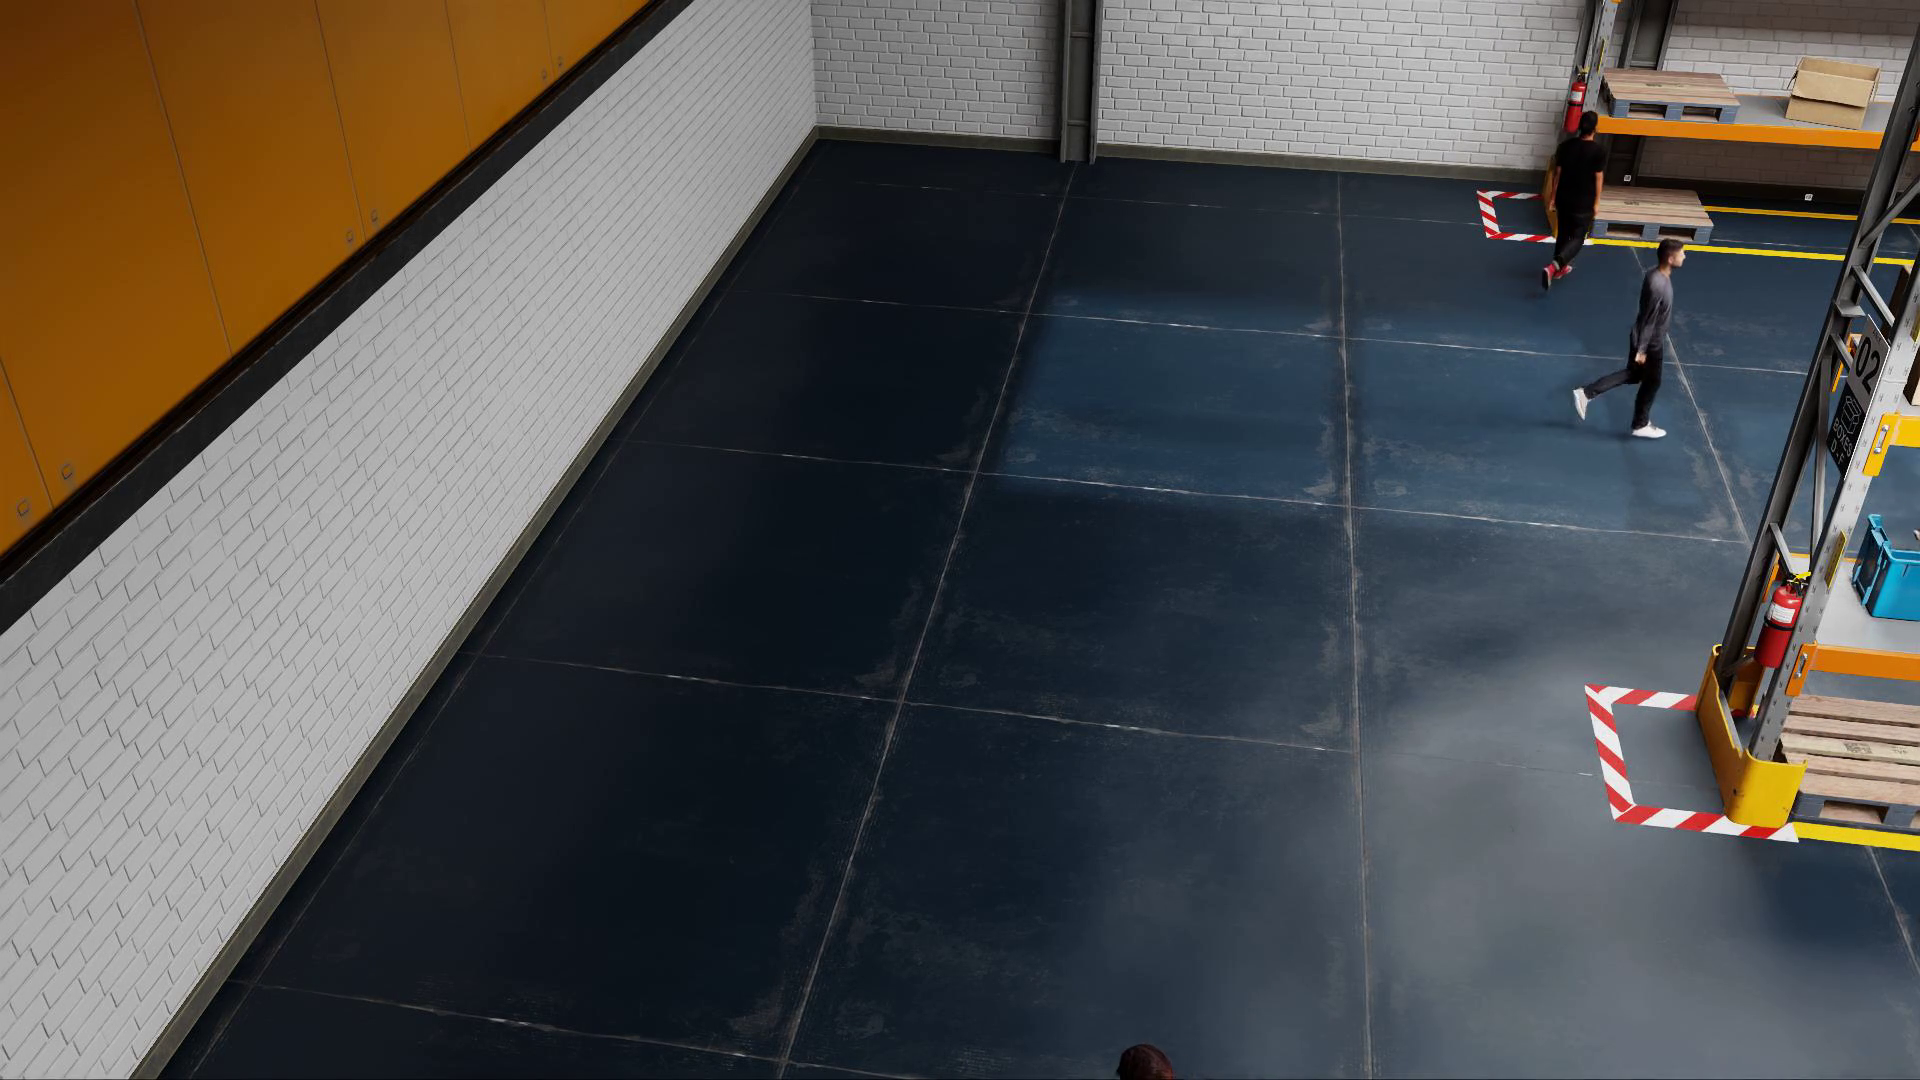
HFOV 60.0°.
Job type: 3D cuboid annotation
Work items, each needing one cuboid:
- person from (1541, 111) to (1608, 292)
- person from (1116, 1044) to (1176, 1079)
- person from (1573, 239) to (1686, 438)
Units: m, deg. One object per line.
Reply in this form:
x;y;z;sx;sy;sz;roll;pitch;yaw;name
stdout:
5.914;-3.245;16.058;1.059;1.740;1.045;28;43;35;person
0.822;2.792;6.958;0.747;1.760;0.657;7;34;10;person
5.546;-1.642;13.647;1.030;1.740;0.664;9;35;13;person
